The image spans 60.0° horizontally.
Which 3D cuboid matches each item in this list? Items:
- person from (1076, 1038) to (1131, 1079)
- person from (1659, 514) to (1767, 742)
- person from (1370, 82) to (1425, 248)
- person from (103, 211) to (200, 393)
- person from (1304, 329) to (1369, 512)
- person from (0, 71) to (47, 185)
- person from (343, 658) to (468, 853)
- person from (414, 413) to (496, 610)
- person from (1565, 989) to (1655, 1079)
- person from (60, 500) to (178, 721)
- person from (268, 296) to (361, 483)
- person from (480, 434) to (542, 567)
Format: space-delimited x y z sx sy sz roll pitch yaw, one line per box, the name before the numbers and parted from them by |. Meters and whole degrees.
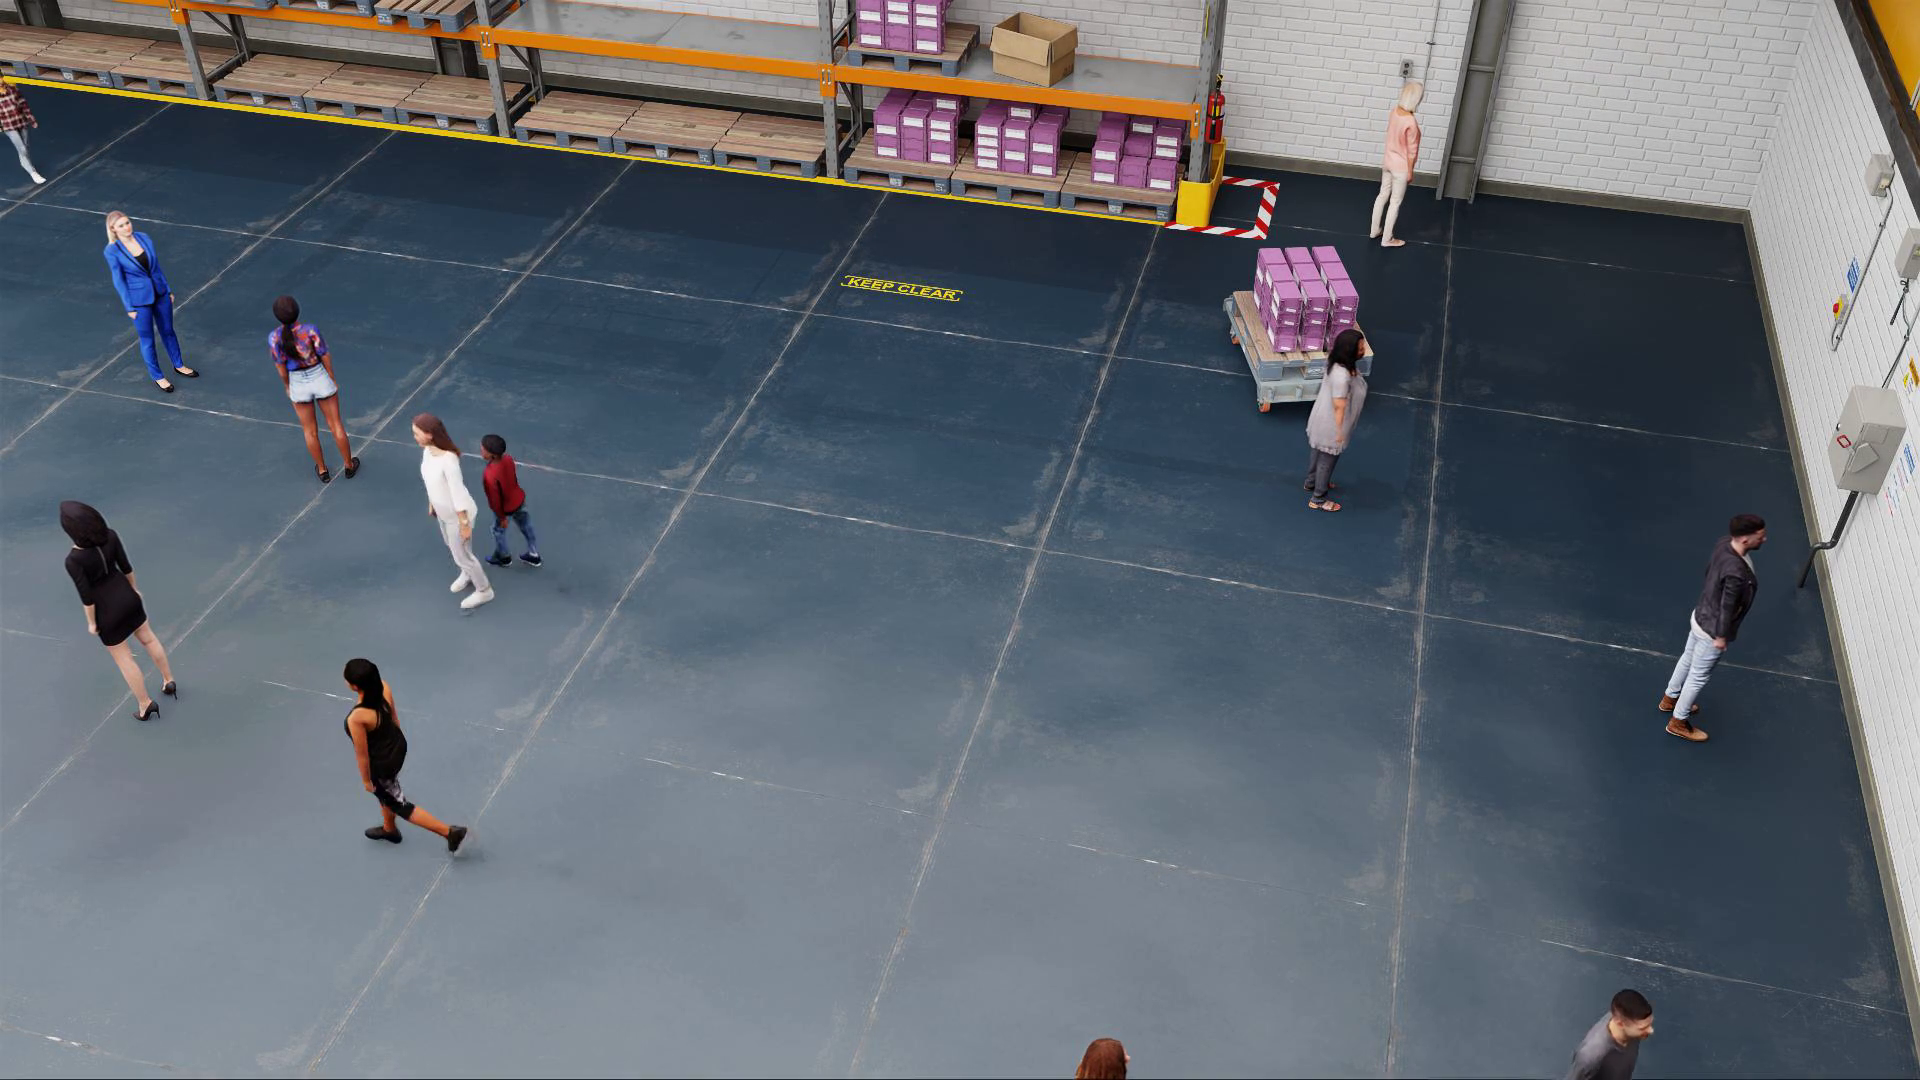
person | 0.677 3.019 8.280 0.673 1.711 0.646 -11 40 -14
person | 5.091 0.562 11.256 0.567 1.836 0.671 7 39 8
person | 4.432 -3.815 16.826 0.710 1.724 0.682 -14 41 -17
person | -7.220 -2.140 14.747 0.631 1.701 0.668 19 43 23
person | 3.002 -0.996 13.389 0.728 1.609 0.701 0 39 0
person | -10.333 -4.559 18.116 0.962 1.277 0.737 25 45 28
person | -3.536 1.375 10.395 1.007 1.640 0.633 7 39 8
person | -3.769 -0.246 12.394 0.679 1.678 0.790 29 47 31
person | 3.133 2.828 8.488 0.947 1.748 0.830 28 47 31
person | -5.774 0.485 11.379 0.524 1.803 0.624 14 41 17
person | -5.305 -1.243 13.592 0.623 1.741 0.727 -11 40 -13
person | -3.417 -0.272 12.779 0.657 1.238 0.540 13 40 16
